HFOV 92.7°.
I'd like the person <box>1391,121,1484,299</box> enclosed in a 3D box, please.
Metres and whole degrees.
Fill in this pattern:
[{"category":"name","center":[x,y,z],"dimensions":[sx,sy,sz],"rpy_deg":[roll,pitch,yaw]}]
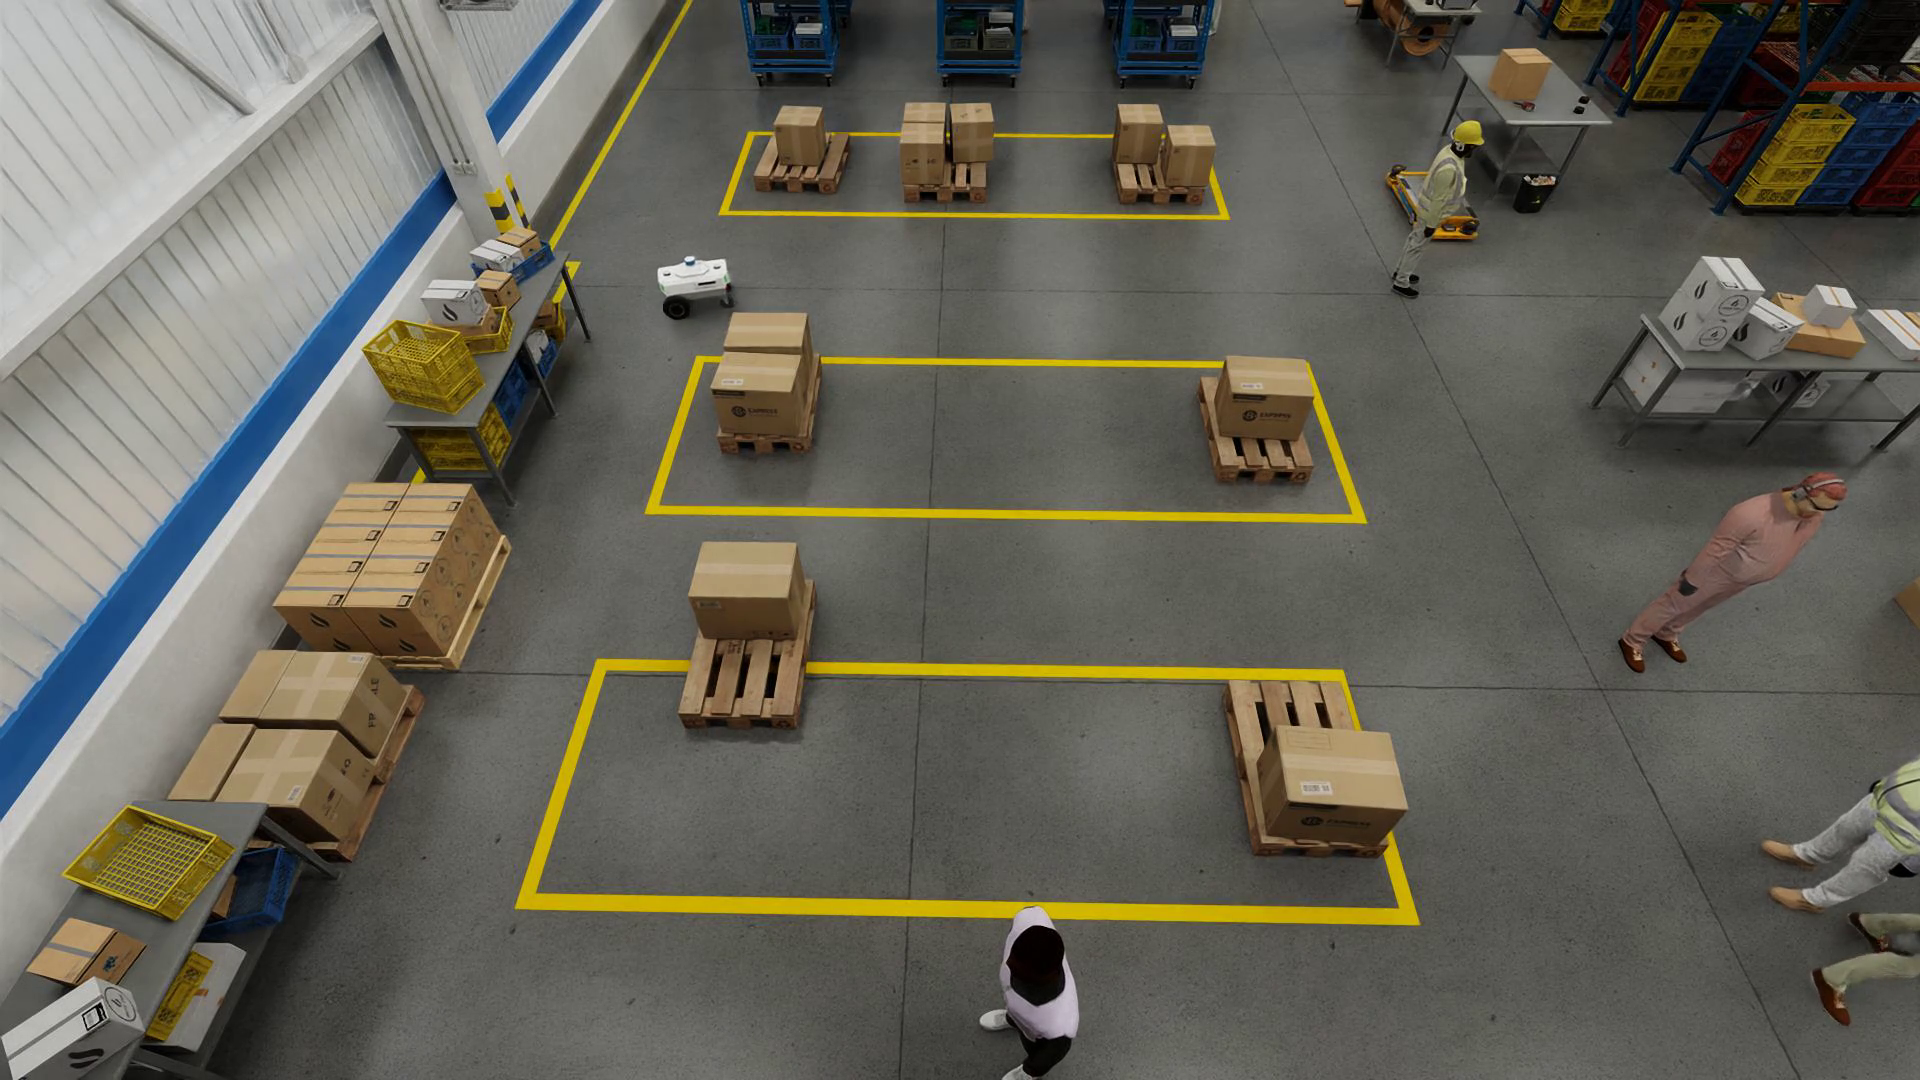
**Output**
[{"category":"person","center":[4.889,-3.394,9.426],"dimensions":[0.404,1.831,0.600],"rpy_deg":[17,51,14]}]

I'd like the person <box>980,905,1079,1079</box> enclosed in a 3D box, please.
[{"category":"person","center":[0.356,2.266,4.472],"dimensions":[0.392,1.920,0.588],"rpy_deg":[-13,50,-11]}]

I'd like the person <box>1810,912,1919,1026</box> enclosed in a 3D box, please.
[{"category":"person","center":[5.269,1.985,4.771],"dimensions":[0.659,1.856,0.461],"rpy_deg":[-12,50,-10]}]

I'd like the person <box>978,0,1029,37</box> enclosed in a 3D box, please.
[{"category":"person","center":[0.665,-8.622,13.868],"dimensions":[0.991,1.949,0.625],"rpy_deg":[-18,51,-15]}]

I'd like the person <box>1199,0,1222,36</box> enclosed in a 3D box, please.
[{"category":"person","center":[3.963,-8.708,14.160],"dimensions":[0.314,1.633,0.516],"rpy_deg":[-22,53,-18]}]

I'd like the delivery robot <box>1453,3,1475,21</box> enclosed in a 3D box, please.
[{"category":"delivery robot","center":[8.011,-8.769,14.859],"dimensions":[0.477,0.478,0.707],"rpy_deg":[-10,50,-8]}]

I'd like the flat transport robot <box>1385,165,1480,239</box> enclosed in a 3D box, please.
[{"category":"flat transport robot","center":[5.692,-4.094,11.059],"dimensions":[0.652,0.197,1.431],"rpy_deg":[1,49,1]}]

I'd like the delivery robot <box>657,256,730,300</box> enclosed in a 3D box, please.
[{"category":"delivery robot","center":[-2.797,-2.750,9.649],"dimensions":[0.707,0.478,0.477],"rpy_deg":[-11,50,-10]}]

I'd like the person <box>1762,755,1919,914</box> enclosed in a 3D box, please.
[{"category":"person","center":[5.290,1.573,5.129],"dimensions":[0.430,1.835,0.643],"rpy_deg":[19,52,16]}]

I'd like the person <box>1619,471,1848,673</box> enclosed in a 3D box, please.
[{"category":"person","center":[5.249,0.230,6.247],"dimensions":[0.642,1.901,0.401],"rpy_deg":[-8,50,-7]}]
